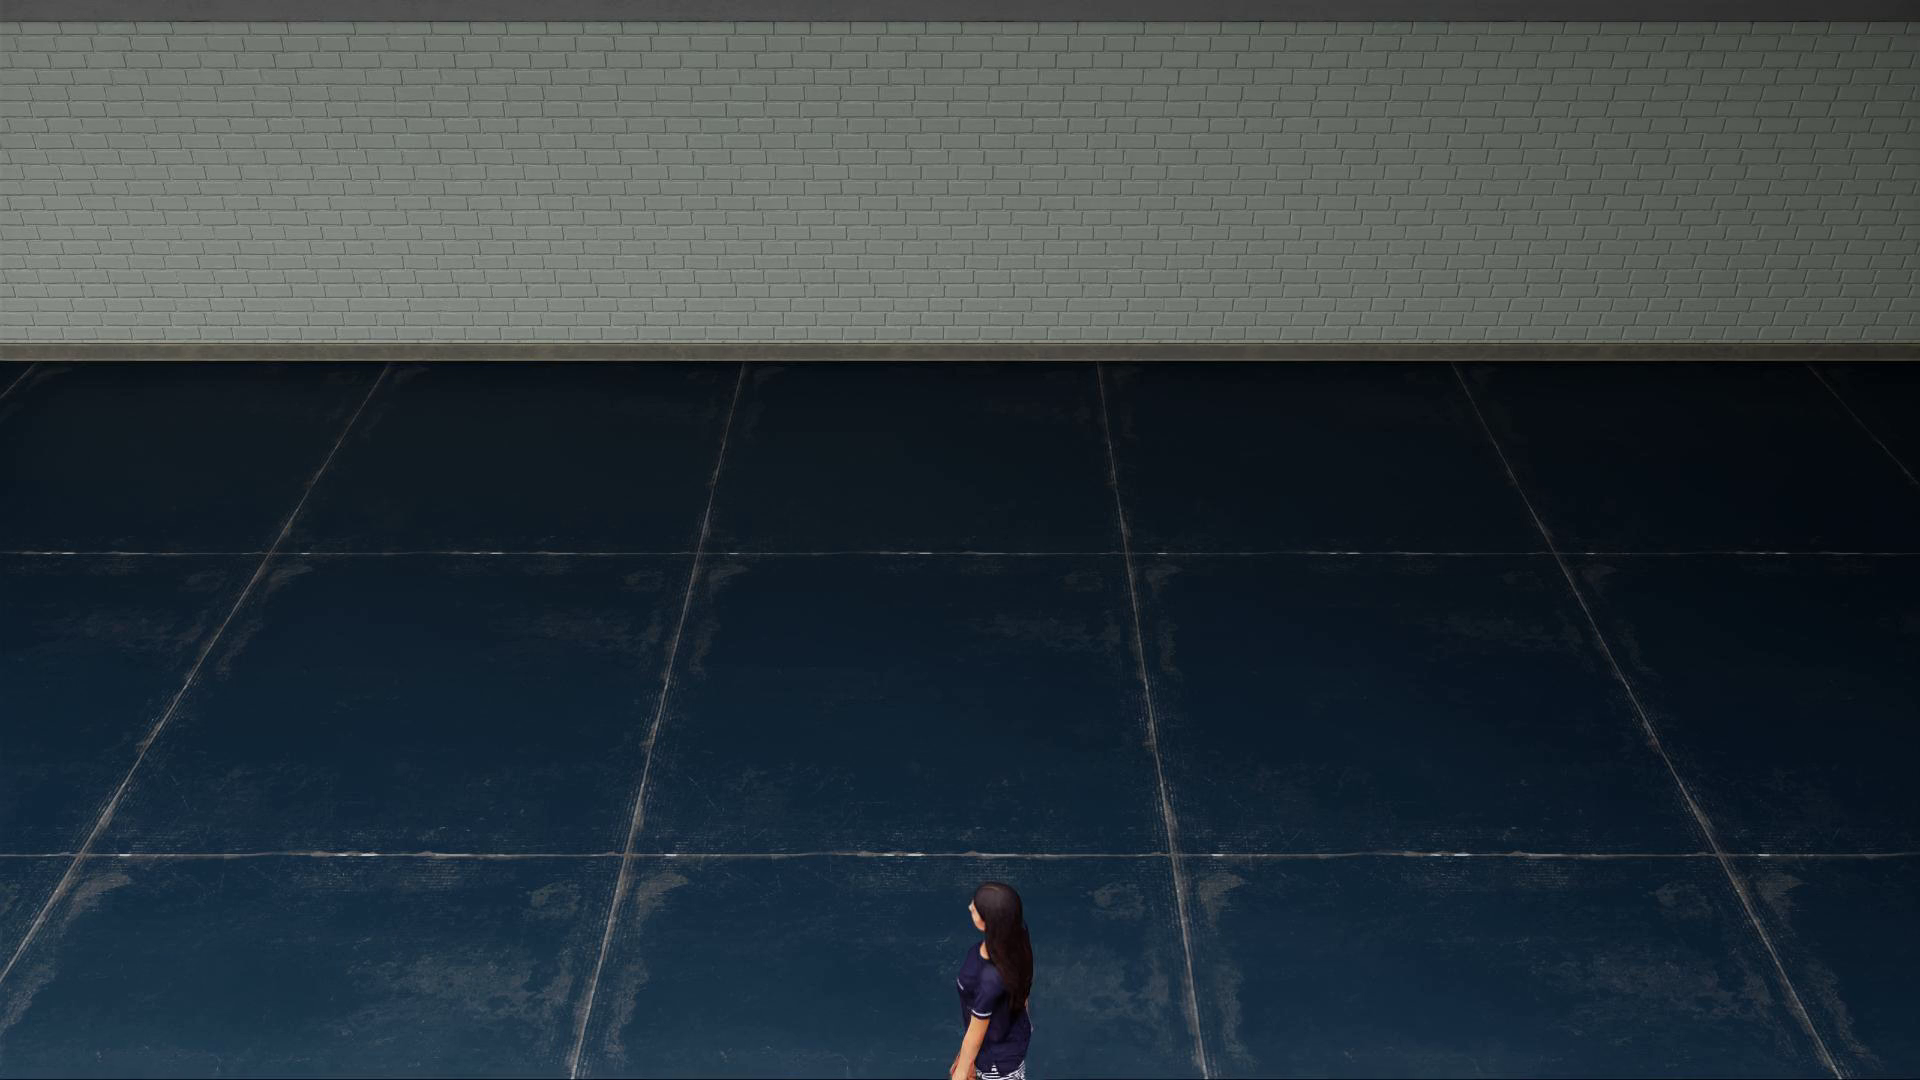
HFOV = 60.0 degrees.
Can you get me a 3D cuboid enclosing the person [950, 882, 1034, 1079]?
[{"bbox_3d":[0.238,2.142,6.902,0.920,1.723,1.128,12,35,18],"label":"person"}]
